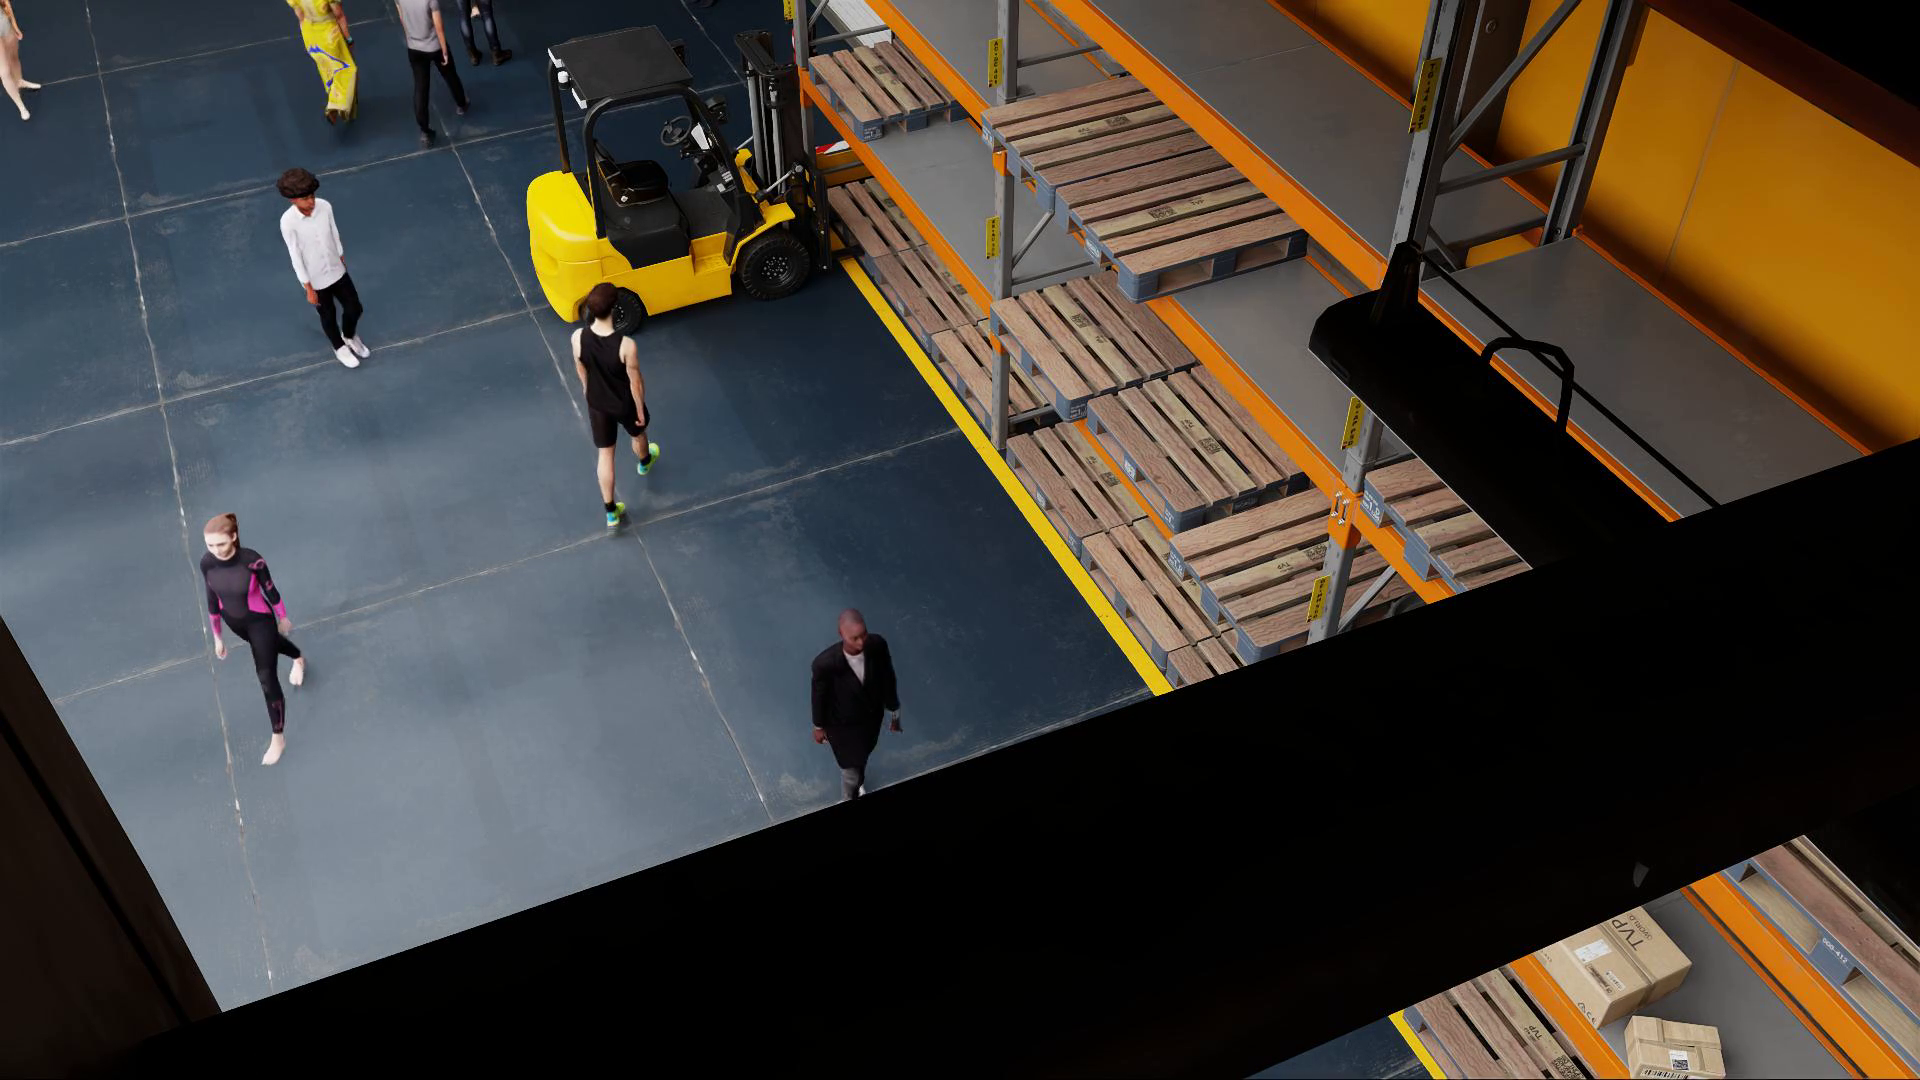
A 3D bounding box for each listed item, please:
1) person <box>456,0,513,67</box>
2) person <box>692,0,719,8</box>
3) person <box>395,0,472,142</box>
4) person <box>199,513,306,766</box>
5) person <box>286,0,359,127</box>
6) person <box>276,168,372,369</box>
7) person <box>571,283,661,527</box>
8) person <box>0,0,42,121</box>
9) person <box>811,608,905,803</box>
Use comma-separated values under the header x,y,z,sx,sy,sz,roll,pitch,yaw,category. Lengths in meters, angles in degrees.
x,y,z,sx,sy,sz,roll,pitch,yaw,category
-4.981,-5.719,16.812,0.782,1.901,0.772,4,44,4,person
-2.807,-6.587,17.903,0.606,1.652,0.717,26,49,25,person
-5.106,-4.638,15.809,0.965,1.719,1.222,2,44,2,person
-4.422,0.469,10.462,0.955,1.701,1.201,3,44,4,person
-6.108,-4.741,15.977,1.019,1.636,1.159,4,44,5,person
-5.104,-2.164,13.155,0.730,1.797,0.721,32,52,29,person
-2.499,-0.929,11.821,1.077,1.850,1.282,5,44,5,person
-9.420,-4.981,16.250,1.036,1.607,0.879,24,49,23,person
-0.669,0.987,9.883,0.704,1.749,0.682,-23,48,-23,person
